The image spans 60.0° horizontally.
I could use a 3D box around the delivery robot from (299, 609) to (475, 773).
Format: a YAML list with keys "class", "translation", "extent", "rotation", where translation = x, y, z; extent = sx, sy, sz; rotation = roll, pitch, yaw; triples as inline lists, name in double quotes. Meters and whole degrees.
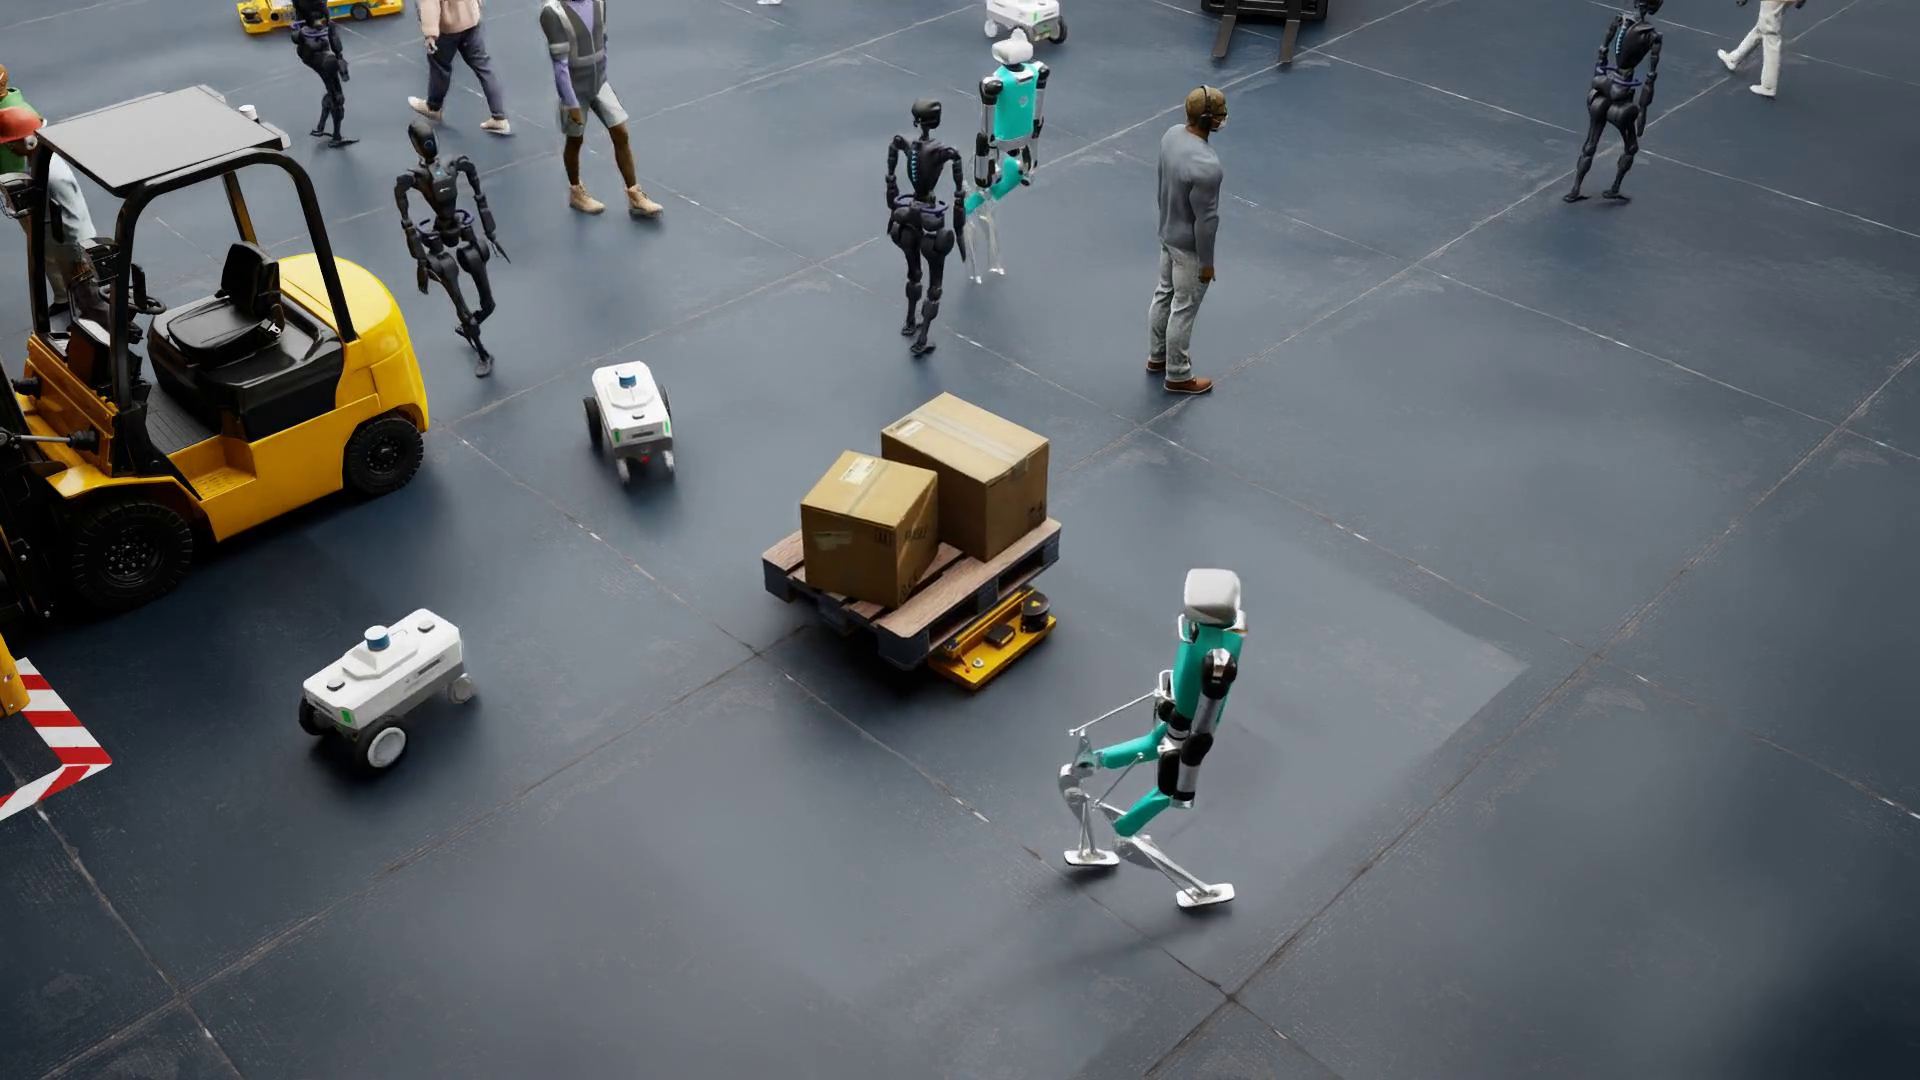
- class: "delivery robot"
  translation: [-2.713, 0.681, 7.859]
  extent: [0.499, 0.610, 0.813]
  rotation: [24, 43, 29]

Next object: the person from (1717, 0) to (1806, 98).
- class: "person"
  translation: [6.834, -4.623, 14.065]
  extent: [0.542, 1.592, 0.834]
  rotation: [-15, 39, -19]

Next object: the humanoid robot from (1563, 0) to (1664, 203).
- class: "humanoid robot"
  translation: [4.831, -3.265, 12.199]
  extent: [0.478, 1.644, 0.610]
  rotation: [-14, 39, -18]

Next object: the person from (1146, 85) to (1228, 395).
- class: "person"
  translation: [1.367, -1.796, 10.007]
  extent: [0.352, 1.937, 0.634]
  rotation: [-10, 38, -13]

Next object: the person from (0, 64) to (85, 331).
- class: "person"
  translation: [-5.964, -2.215, 10.696]
  extent: [0.550, 1.784, 0.384]
  rotation: [22, 42, 26]

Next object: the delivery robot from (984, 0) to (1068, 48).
- class: "delivery robot"
  translation: [0.585, -4.790, 15.180]
  extent: [0.499, 0.608, 0.798]
  rotation: [-27, 45, -32]

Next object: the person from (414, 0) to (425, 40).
- class: "person"
  translation: [-4.785, -5.386, 14.829]
  extent: [0.590, 1.917, 0.380]
  rotation: [-1, 37, -1]

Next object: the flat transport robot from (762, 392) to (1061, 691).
- class: "flat transport robot"
  translation: [-0.253, 0.254, 8.657]
  extent: [1.431, 0.231, 0.659]
  rotation: [27, 45, 32]

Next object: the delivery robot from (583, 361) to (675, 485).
- class: "delivery robot"
  translation: [-1.922, -0.731, 9.747]
  extent: [0.499, 0.607, 0.801]
  rotation: [-12, 39, -16]

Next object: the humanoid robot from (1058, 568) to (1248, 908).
- class: "humanoid robot"
  translation: [0.697, 0.836, 6.671]
  extent: [0.930, 1.774, 0.573]
  rotation: [2, 37, 2]

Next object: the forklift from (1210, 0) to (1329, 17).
- class: "forklift"
  translation: [3.106, -6.400, 15.960]
  extent: [1.214, 2.155, 2.313]
  rotation: [8, 37, 10]

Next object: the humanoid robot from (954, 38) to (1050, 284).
- class: "humanoid robot"
  translation: [0.204, -2.531, 11.177]
  extent: [0.530, 1.801, 0.701]
  rotation: [-26, 44, -31]

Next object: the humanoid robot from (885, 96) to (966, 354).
- class: "humanoid robot"
  translation: [-0.257, -1.983, 10.490]
  extent: [0.590, 1.646, 0.480]
  rotation: [18, 40, 22]

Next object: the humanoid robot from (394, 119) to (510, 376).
- class: "humanoid robot"
  translation: [-3.133, -1.827, 10.287]
  extent: [0.591, 1.642, 0.499]
  rotation: [-27, 44, -31]

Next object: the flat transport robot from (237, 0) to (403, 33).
- class: "flat transport robot"
  translation: [-6.101, -5.114, 15.843]
  extent: [1.431, 0.231, 0.659]
  rotation: [-16, 39, -20]

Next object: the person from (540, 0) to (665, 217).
- class: "person"
  translation: [-2.592, -3.212, 11.841]
  extent: [0.903, 2.006, 0.623]
  rotation: [23, 43, 28]

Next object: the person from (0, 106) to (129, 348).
- class: "person"
  translation: [-5.497, -1.828, 10.210]
  extent: [0.352, 1.742, 0.580]
  rotation: [-28, 45, -32]

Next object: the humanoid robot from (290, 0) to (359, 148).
- class: "humanoid robot"
  translation: [-5.013, -3.868, 13.007]
  extent: [0.596, 1.635, 0.344]
  rotation: [29, 45, 33]

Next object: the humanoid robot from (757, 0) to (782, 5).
- class: "humanoid robot"
  translation: [-1.793, -5.930, 15.697]
  extent: [0.672, 1.784, 0.537]
  rotation: [8, 37, 10]

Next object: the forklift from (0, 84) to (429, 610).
- class: "forklift"
  translation: [-4.145, -1.093, 8.856]
  extent: [2.313, 2.155, 1.214]
  rotation: [-31, 47, -34]

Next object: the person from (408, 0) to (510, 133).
- class: "person"
  translation: [-4.105, -4.164, 13.269]
  extent: [0.978, 1.811, 0.838]
  rotation: [18, 41, 23]
